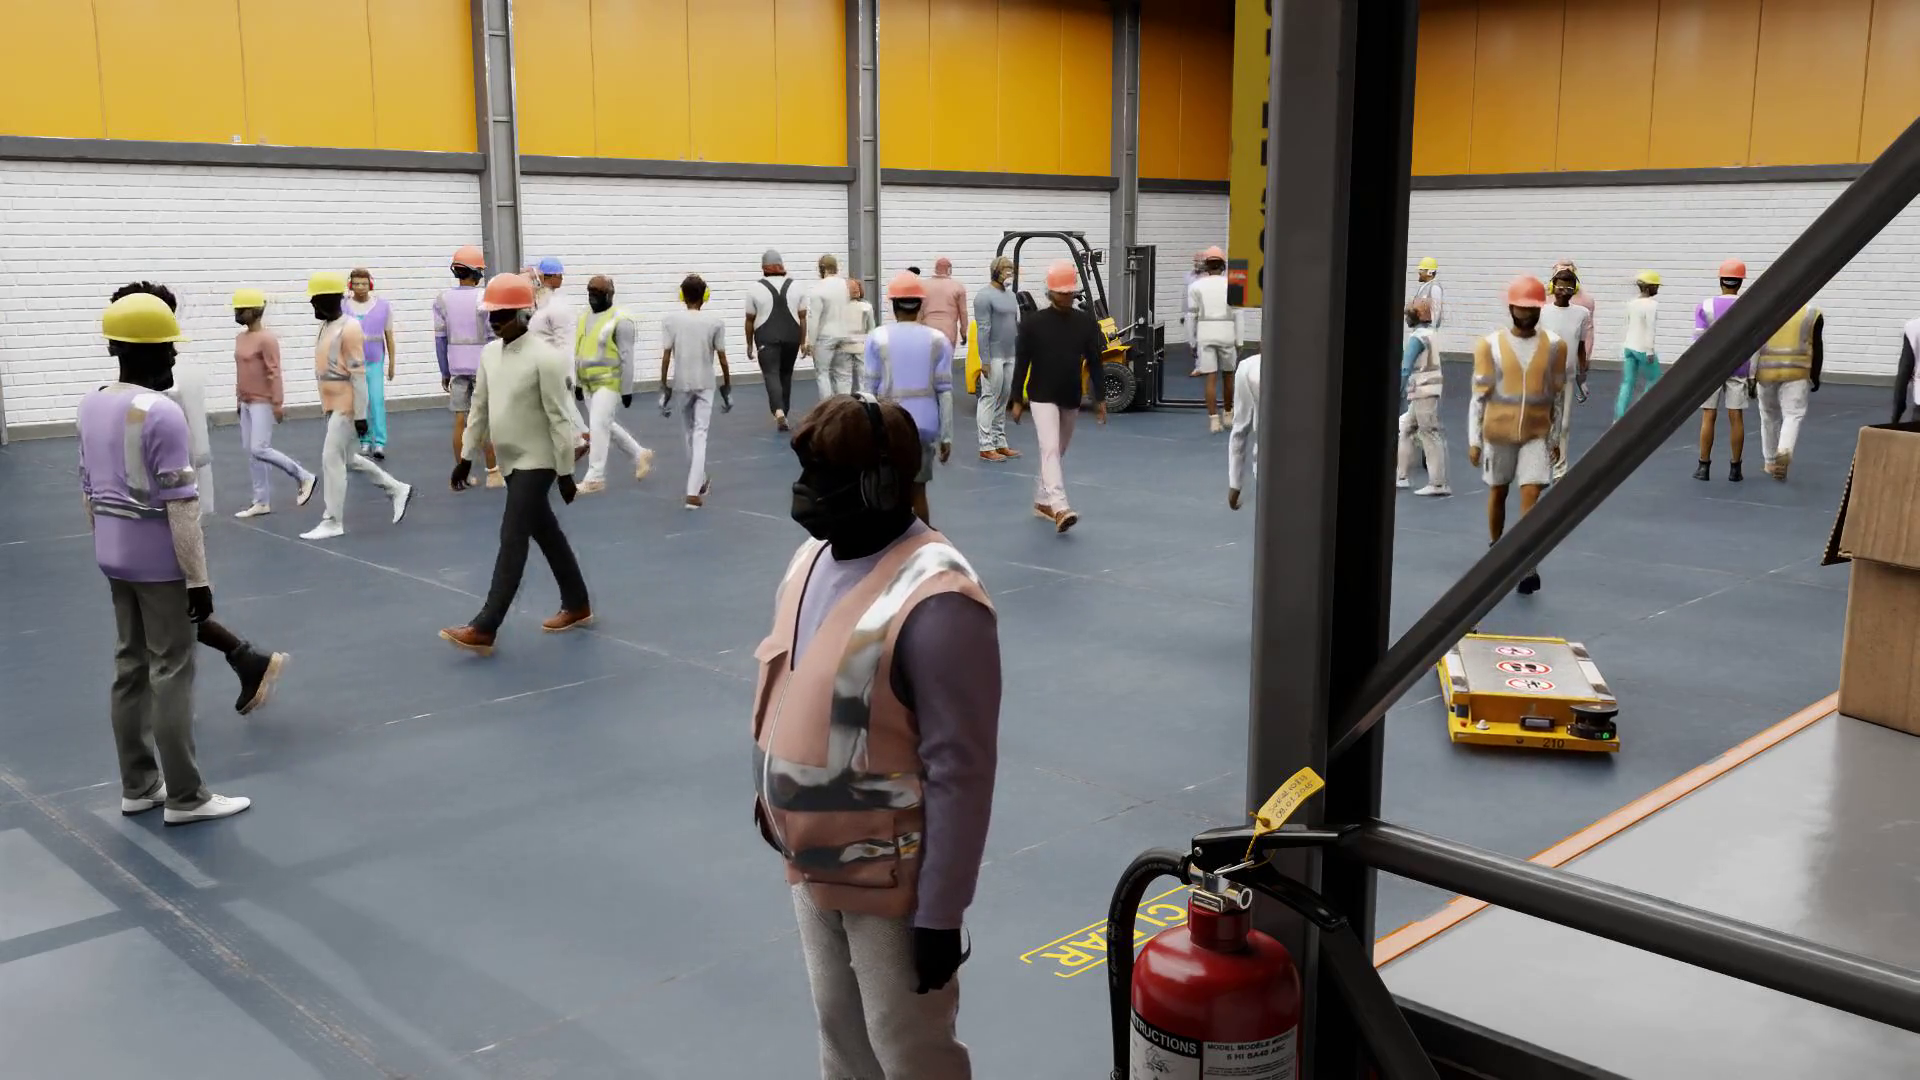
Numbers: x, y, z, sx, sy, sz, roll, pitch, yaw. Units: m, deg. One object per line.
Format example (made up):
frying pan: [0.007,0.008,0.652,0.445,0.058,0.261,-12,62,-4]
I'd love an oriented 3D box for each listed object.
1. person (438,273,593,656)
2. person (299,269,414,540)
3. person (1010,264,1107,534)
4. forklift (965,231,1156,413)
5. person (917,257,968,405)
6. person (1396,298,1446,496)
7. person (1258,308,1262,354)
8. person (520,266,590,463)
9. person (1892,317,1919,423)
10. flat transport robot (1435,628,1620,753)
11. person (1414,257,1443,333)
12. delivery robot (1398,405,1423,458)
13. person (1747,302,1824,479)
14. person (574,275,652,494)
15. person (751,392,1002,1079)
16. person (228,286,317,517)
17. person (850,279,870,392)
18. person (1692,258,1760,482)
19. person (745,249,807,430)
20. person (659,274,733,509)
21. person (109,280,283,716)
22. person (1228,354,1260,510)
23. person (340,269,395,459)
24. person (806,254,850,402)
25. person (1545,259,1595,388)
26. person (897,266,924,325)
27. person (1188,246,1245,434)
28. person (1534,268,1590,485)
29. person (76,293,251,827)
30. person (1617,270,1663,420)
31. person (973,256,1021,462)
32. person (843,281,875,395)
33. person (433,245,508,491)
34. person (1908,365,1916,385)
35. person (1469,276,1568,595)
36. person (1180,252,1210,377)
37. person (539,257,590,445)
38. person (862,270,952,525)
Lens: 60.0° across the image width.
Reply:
person: [-2.315,-0.404,8.633,0.634,1.935,1.041,10,14,43]
person: [-4.344,-0.976,11.864,0.811,1.904,0.596,-8,13,-39]
person: [0.744,-1.023,12.037,0.667,1.916,1.112,-4,11,-21]
forklift: [1.222,-2.721,20.561,2.313,2.155,1.214,2,11,13]
person: [-0.249,-2.651,21.104,0.653,1.865,0.946,3,11,16]
person: [3.733,-1.178,13.698,0.688,1.606,0.546,6,12,28]
person: [3.739,-2.276,19.252,0.606,1.782,0.845,3,11,17]
person: [-3.799,-1.577,15.255,0.644,1.864,0.985,9,14,41]
person: [7.001,-0.968,11.868,0.602,1.886,0.895,6,12,30]
flat transport robot: [2.508,0.643,7.466,0.652,0.197,1.431,2,11,13]
person: [6.390,-2.954,22.818,0.403,1.835,0.586,0,10,-1]
delivery robot: [4.200,-1.010,15.451,0.477,0.478,0.707,5,12,26]
person: [7.241,-1.443,14.662,0.627,1.807,0.868,6,12,28]
person: [-2.923,-1.312,13.926,0.638,1.815,0.813,9,14,41]
person: [-0.180,0.633,3.236,0.430,1.845,0.624,-6,12,-31]
person: [-5.285,-1.048,12.655,0.530,1.753,0.505,10,14,42]
person: [-1.295,-2.394,20.417,0.521,1.590,0.848,-4,11,-19]
person: [6.642,-1.475,14.469,0.547,1.938,0.379,3,11,18]
person: [-2.024,-2.250,18.415,0.685,2.000,0.977,-4,11,-20]
person: [-2.090,-1.192,13.237,0.554,1.819,0.995,1,10,3]
person: [-3.355,-0.139,7.165,0.664,1.943,0.623,-2,11,-9]
person: [1.706,-0.340,8.573,0.596,1.849,0.872,4,11,20]
person: [-5.711,-1.663,15.873,0.594,1.804,0.911,-2,11,-12]
person: [-1.484,-2.262,18.816,0.436,1.921,0.661,8,13,38]
person: [6.051,-1.885,16.836,0.671,1.879,0.752,5,12,26]
person: [-0.689,-3.205,24.588,0.546,1.686,0.607,4,11,19]
person: [2.793,-2.169,18.075,0.635,1.999,0.901,3,11,13]
person: [4.987,-1.331,13.890,0.517,1.865,0.328,1,10,3]
person: [-2.917,0.078,6.030,0.588,1.927,0.370,6,12,31]
person: [7.582,-2.092,18.349,0.639,1.742,0.559,-2,11,-10]
person: [0.366,-1.715,15.780,0.372,1.938,0.630,6,12,29]
person: [-1.169,-2.140,19.005,0.620,1.606,0.375,0,10,-3]
person: [-4.071,-1.427,13.919,0.605,2.045,0.377,2,11,10]
person: [8.809,-1.521,14.745,1.082,1.940,0.611,-7,13,-35]
person: [3.369,-0.641,10.050,0.567,1.882,1.009,2,11,10]
person: [3.652,-3.415,25.183,0.596,1.885,0.658,-9,14,-41]
person: [-4.012,-1.864,16.668,0.965,1.900,0.646,-1,10,-5]
person: [-0.308,-0.675,10.142,0.572,1.924,0.651,-3,11,-17]
